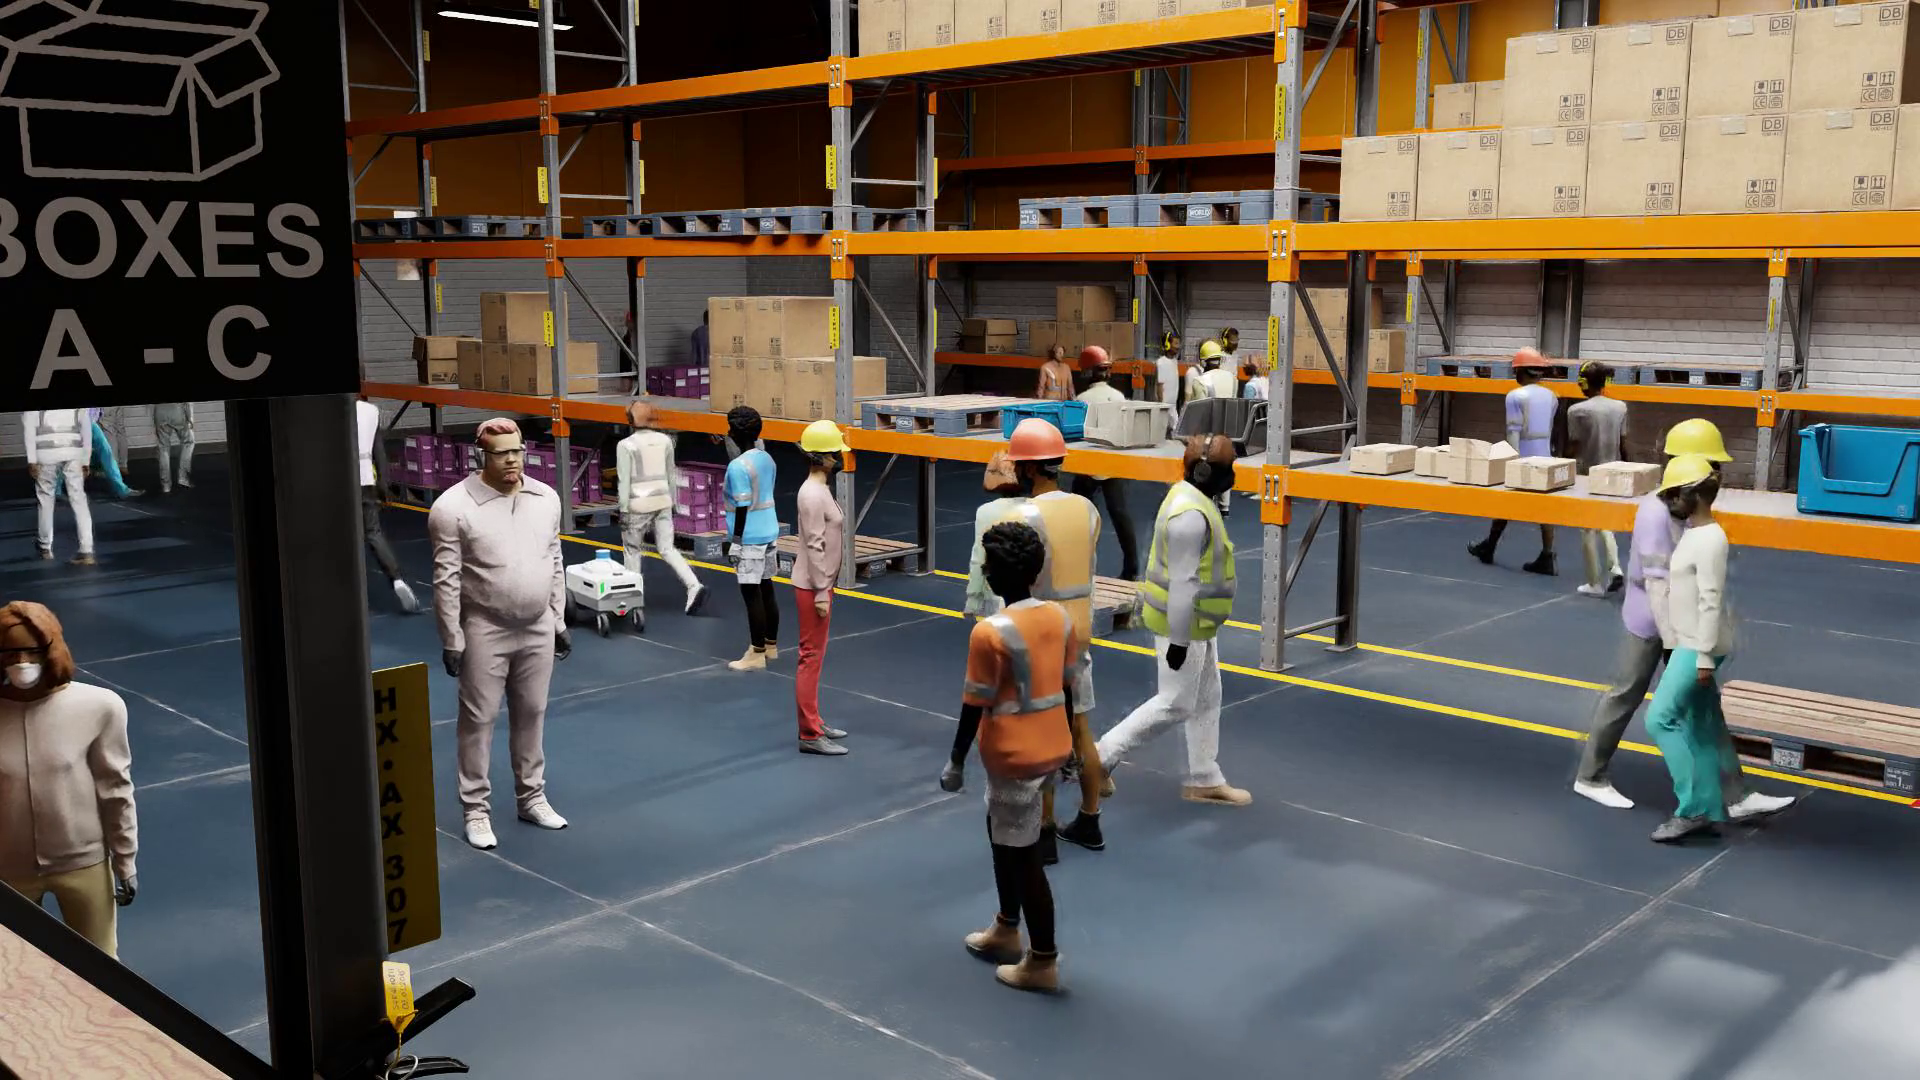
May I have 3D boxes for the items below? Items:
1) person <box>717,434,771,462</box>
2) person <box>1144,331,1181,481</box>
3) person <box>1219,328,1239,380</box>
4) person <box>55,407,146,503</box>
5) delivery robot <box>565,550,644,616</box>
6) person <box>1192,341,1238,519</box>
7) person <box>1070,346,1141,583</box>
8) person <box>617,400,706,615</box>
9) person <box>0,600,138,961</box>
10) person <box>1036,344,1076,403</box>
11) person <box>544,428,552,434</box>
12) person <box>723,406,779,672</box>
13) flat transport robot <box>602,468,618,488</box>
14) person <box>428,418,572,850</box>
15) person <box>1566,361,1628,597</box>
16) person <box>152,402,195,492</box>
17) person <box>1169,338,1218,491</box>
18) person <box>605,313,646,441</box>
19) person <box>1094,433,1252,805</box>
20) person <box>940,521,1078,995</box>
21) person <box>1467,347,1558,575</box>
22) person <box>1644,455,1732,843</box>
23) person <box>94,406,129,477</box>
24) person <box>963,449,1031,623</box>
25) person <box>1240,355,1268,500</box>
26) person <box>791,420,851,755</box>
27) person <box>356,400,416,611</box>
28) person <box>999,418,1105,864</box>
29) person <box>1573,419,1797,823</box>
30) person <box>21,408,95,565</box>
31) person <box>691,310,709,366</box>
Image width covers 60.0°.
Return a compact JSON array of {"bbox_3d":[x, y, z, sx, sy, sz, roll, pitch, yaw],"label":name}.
[{"bbox_3d":[-2.202,-1.179,17.059,0.635,1.936,0.351,2,10,15],"label":"person"},{"bbox_3d":[2.494,-1.580,19.879,1.007,1.820,0.543,7,11,35],"label":"person"},{"bbox_3d":[3.375,-1.705,20.651,0.938,1.821,0.534,9,13,44],"label":"person"},{"bbox_3d":[-9.565,-1.286,18.201,0.989,1.789,0.567,-6,11,-32],"label":"person"},{"bbox_3d":[-2.534,0.312,11.840,0.477,0.478,0.707,-6,12,-34],"label":"delivery robot"},{"bbox_3d":[2.548,-1.099,16.897,0.594,1.828,0.403,-7,12,-37],"label":"person"},{"bbox_3d":[1.086,-0.597,13.492,0.656,1.936,1.035,-9,13,-43],"label":"person"},{"bbox_3d":[-2.256,-0.234,12.288,0.744,1.604,0.552,8,12,41],"label":"person"},{"bbox_3d":[-2.664,0.970,4.849,0.496,1.626,0.285,-4,10,-24],"label":"person"},{"bbox_3d":[1.279,-1.716,21.369,0.543,1.588,0.844,-8,12,-40],"label":"person"},{"bbox_3d":[-6.323,-2.602,25.876,0.409,1.909,0.642,-1,9,-6],"label":"person"},{"bbox_3d":[-1.331,-0.008,10.601,0.321,1.698,0.537,3,10,16],"label":"person"},{"bbox_3d":[-3.537,-0.723,19.356,1.431,0.197,0.652,3,10,20],"label":"flat transport robot"},{"bbox_3d":[-2.019,0.405,7.440,0.645,1.907,0.400,-9,13,-44],"label":"person"},{"bbox_3d":[4.953,-0.468,12.966,0.549,1.848,0.409,-2,9,-11],"label":"person"},{"bbox_3d":[-9.038,-1.404,19.137,0.477,1.714,0.469,-1,9,-9],"label":"person"},{"bbox_3d":[2.600,-1.259,17.920,0.439,1.826,0.504,7,12,38],"label":"person"},{"bbox_3d":[-4.842,-2.415,24.655,1.051,1.941,0.633,0,9,0],"label":"person"},{"bbox_3d":[0.982,0.389,7.861,0.775,1.811,0.634,2,9,10],"label":"person"},{"bbox_3d":[0.135,0.763,5.931,0.597,1.676,0.546,6,11,32],"label":"person"},{"bbox_3d":[4.771,-0.686,14.162,0.568,1.889,0.961,-4,10,-23],"label":"person"},{"bbox_3d":[3.269,0.490,7.479,0.454,1.728,0.547,3,10,18],"label":"person"},{"bbox_3d":[-10.526,-1.697,20.524,0.429,1.843,0.633,0,9,-2],"label":"person"},{"bbox_3d":[0.315,0.318,8.909,0.753,1.603,0.509,8,12,40],"label":"person"},{"bbox_3d":[3.215,-1.237,18.353,0.548,1.613,0.532,5,11,29],"label":"person"},{"bbox_3d":[-0.735,0.246,8.840,0.321,1.769,0.523,0,9,-2],"label":"person"},{"bbox_3d":[-4.439,-0.364,12.258,0.759,1.884,0.633,7,12,38],"label":"person"},{"bbox_3d":[0.366,0.433,7.242,0.558,1.924,0.427,-8,12,-40],"label":"person"},{"bbox_3d":[3.345,0.384,7.668,0.614,1.871,1.009,-8,12,-42],"label":"person"},{"bbox_3d":[-7.887,-0.705,14.523,0.998,1.812,0.611,9,13,43],"label":"person"},{"bbox_3d":[-4.190,-2.903,27.814,0.646,1.895,1.037,5,11,29],"label":"person"}]
